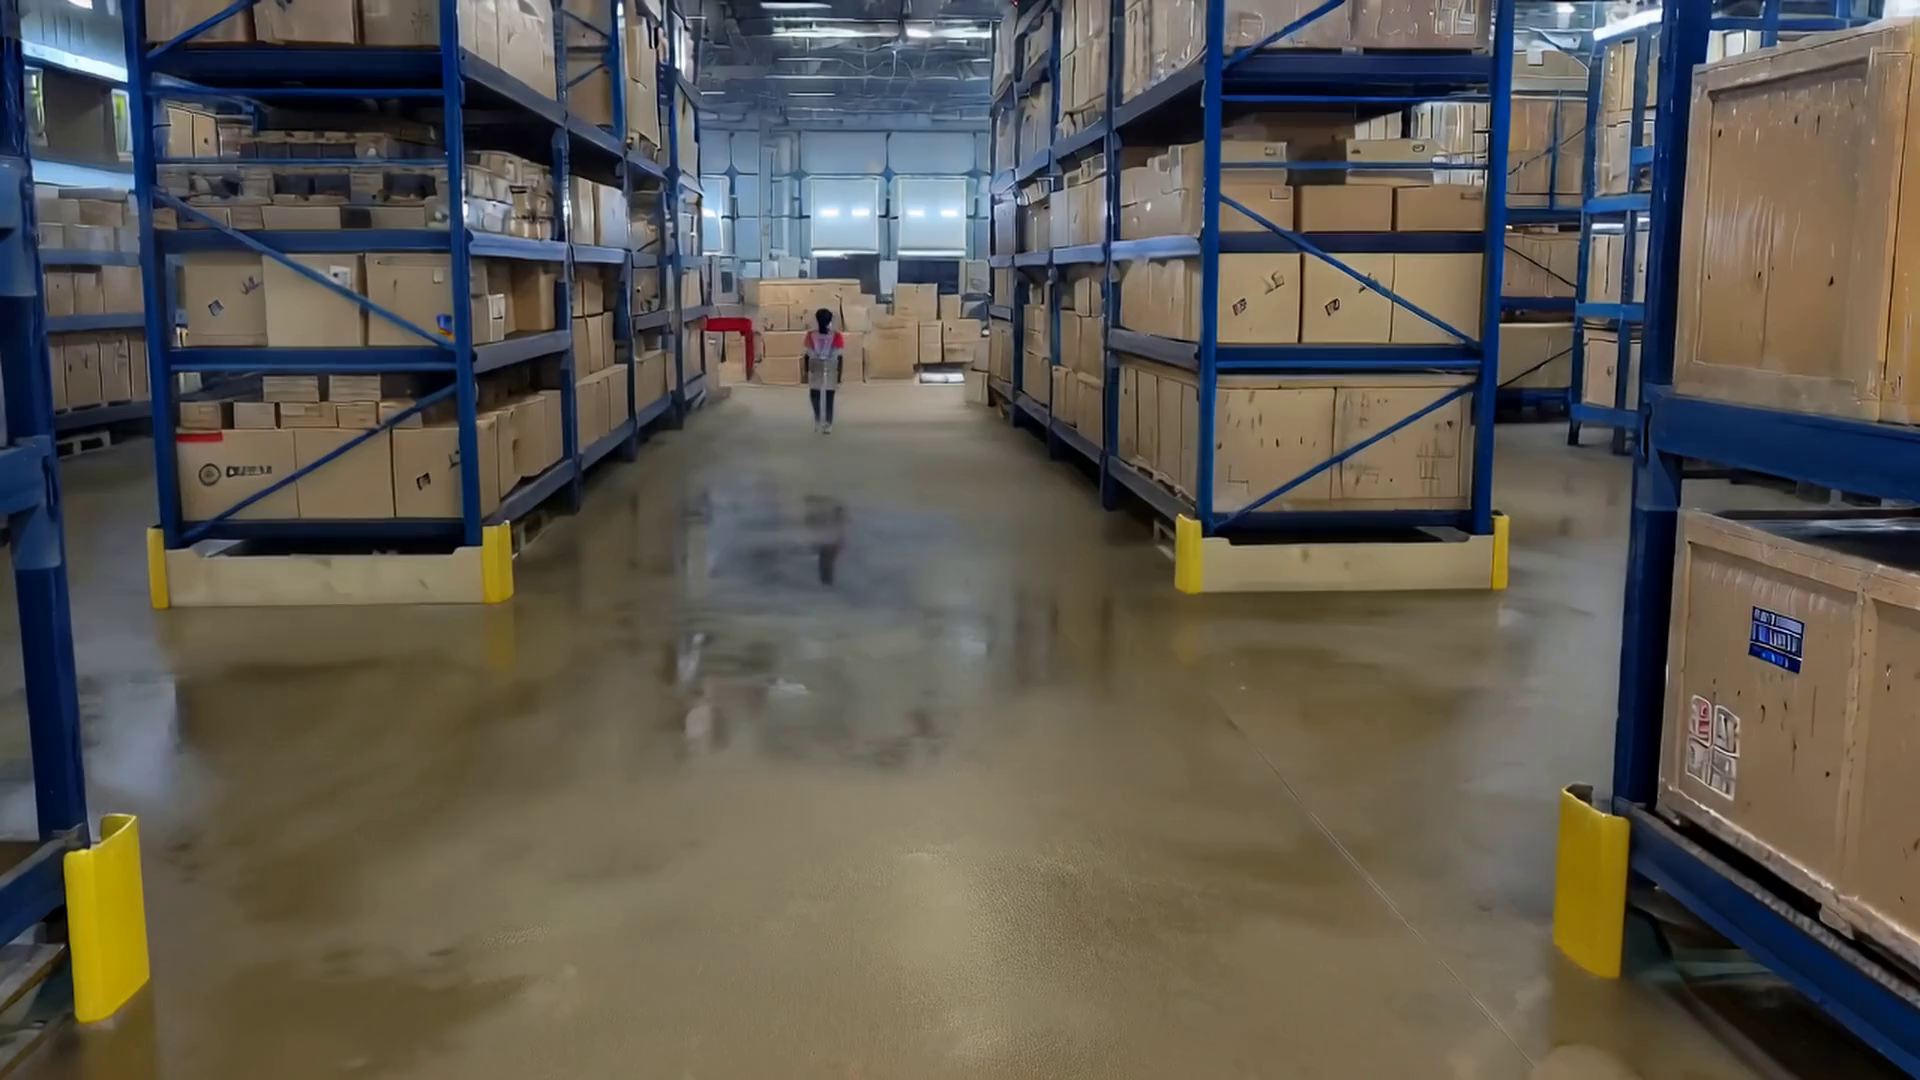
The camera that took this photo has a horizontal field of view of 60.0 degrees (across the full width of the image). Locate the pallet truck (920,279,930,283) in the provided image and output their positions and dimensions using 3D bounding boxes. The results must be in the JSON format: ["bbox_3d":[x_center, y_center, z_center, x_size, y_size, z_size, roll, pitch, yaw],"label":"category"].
[{"bbox_3d":[-0.932,-8.922,63.114,1.885,1.965,0.823,2,9,13],"label":"pallet truck"}]

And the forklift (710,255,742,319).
[{"bbox_3d":[-8.274,-8.634,58.542,1.129,2.768,1.873,-3,10,-19],"label":"forklift"}]

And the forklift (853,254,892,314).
[{"bbox_3d":[-3.158,-8.349,56.753,1.129,2.768,1.873,-5,10,-30],"label":"forklift"}]

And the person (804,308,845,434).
[{"bbox_3d":[-1.805,-2.245,22.132,0.551,1.685,0.366,1,9,4],"label":"person"}]
